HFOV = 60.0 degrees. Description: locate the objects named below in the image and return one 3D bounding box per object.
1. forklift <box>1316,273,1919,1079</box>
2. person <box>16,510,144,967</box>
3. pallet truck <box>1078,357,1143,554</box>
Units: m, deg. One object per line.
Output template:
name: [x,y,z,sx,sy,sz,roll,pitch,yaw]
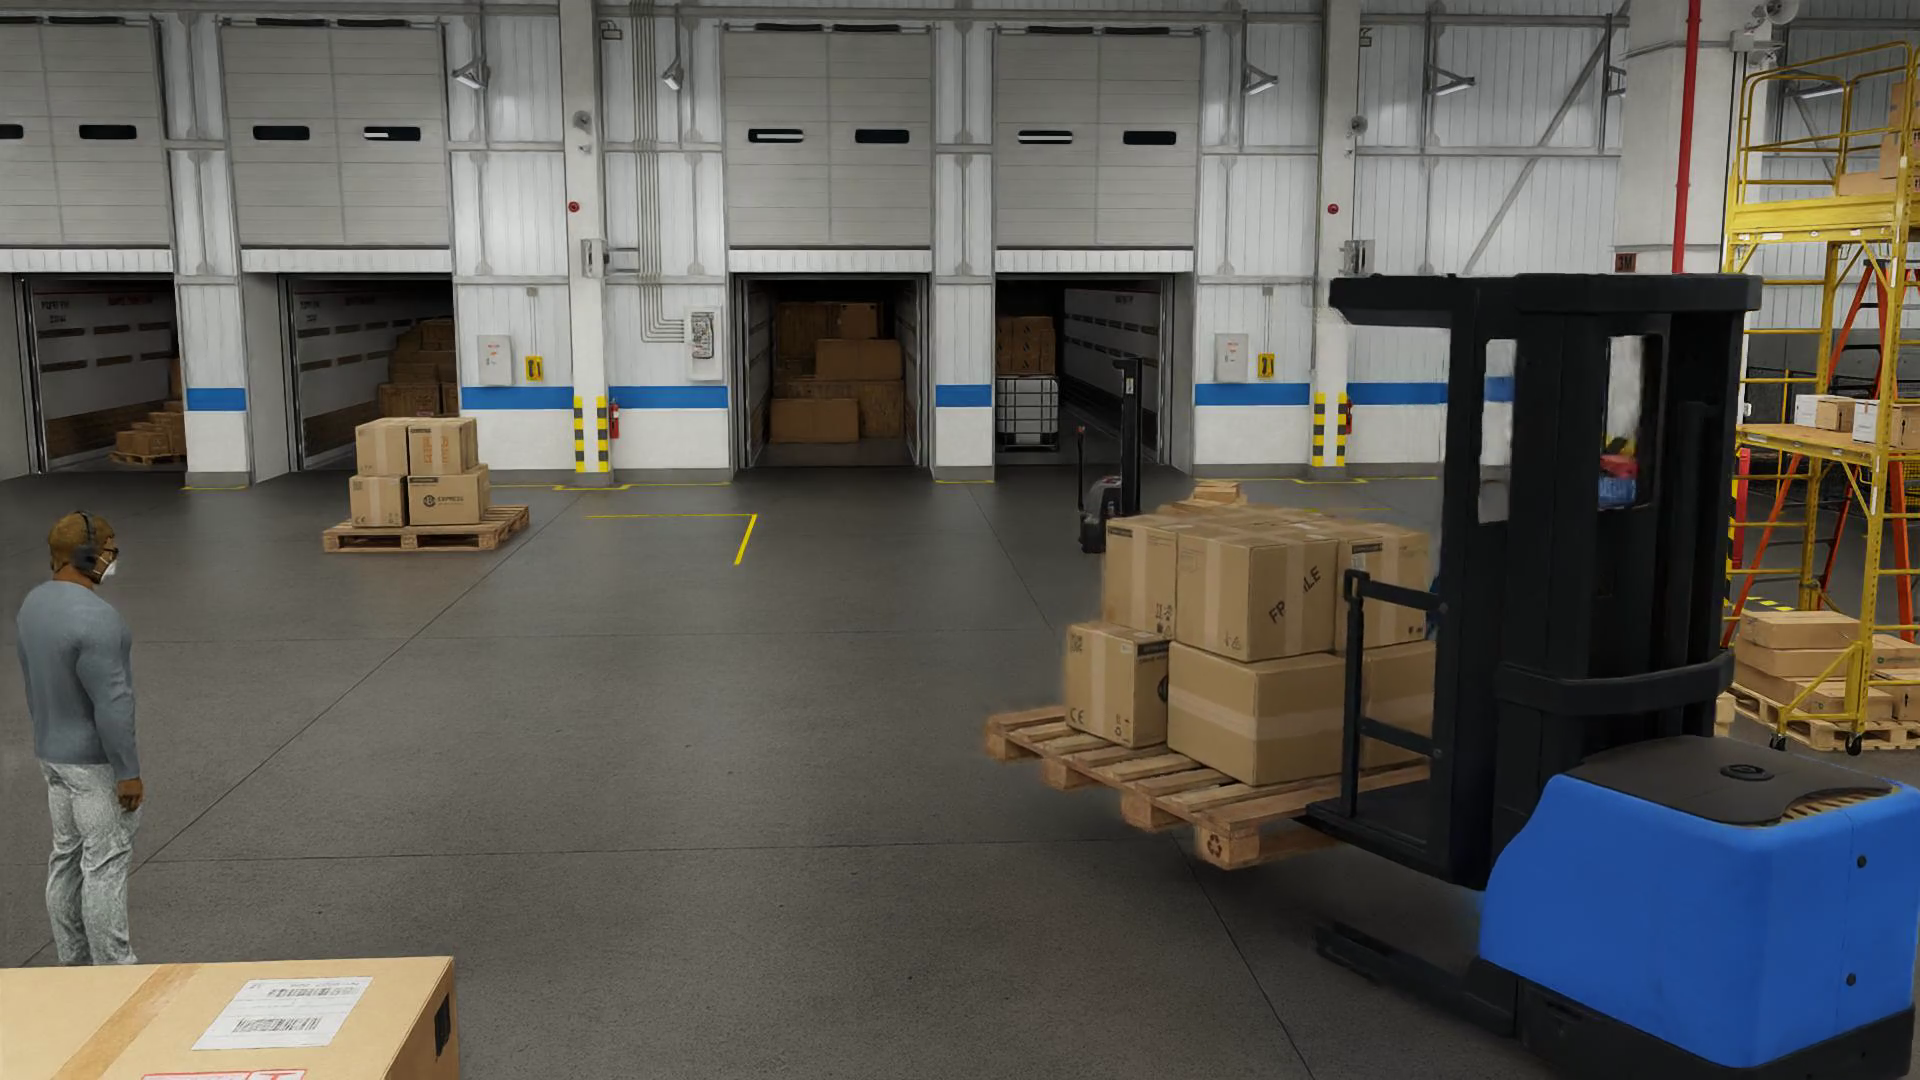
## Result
forklift: [2.415,0.423,6.091,1.129,2.768,1.873,-5,10,-30]
person: [-3.338,0.847,6.394,0.628,1.935,0.373,7,11,36]
pallet truck: [2.088,-0.836,16.757,1.885,1.965,0.823,2,9,13]
